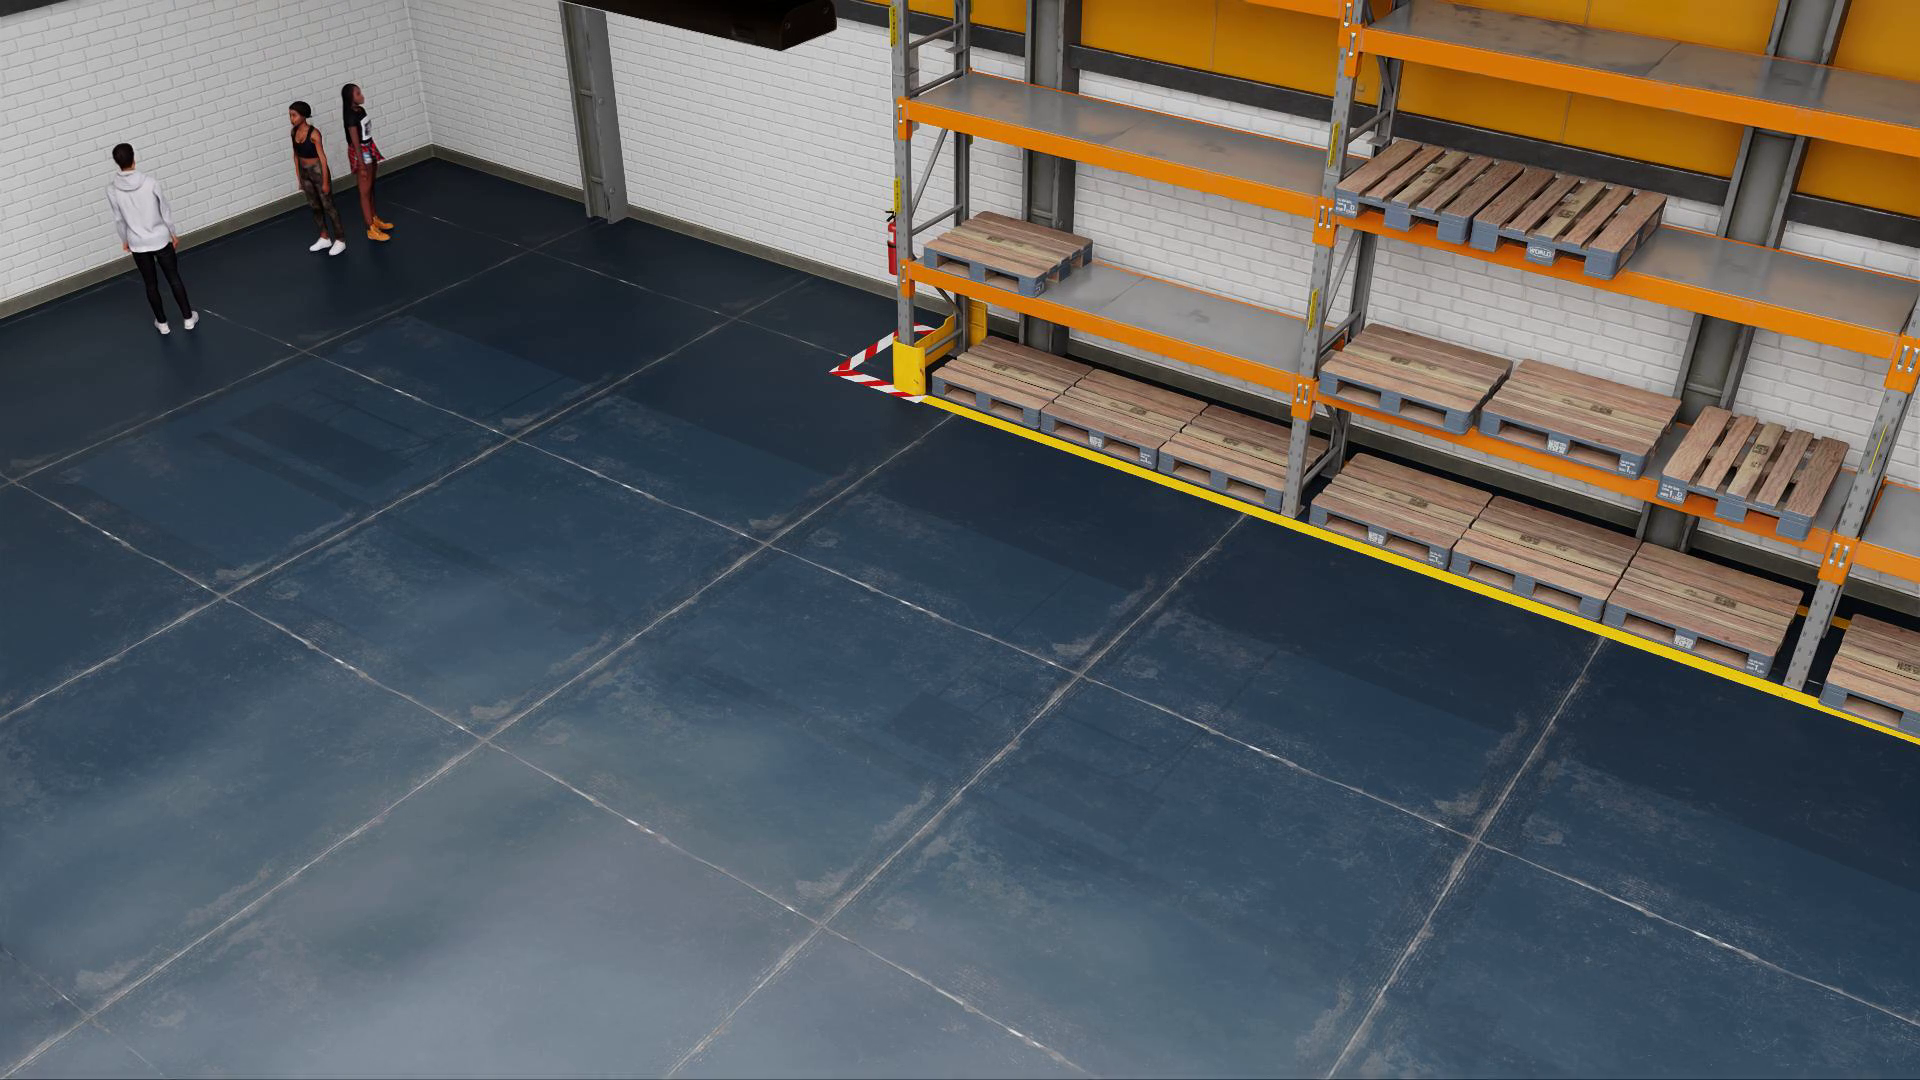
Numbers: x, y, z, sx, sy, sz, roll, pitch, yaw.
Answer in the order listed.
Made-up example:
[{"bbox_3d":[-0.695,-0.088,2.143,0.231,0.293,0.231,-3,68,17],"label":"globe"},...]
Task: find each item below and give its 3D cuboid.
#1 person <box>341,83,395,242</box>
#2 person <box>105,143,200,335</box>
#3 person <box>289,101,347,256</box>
[{"bbox_3d":[-6.605,-4.202,18.412,0.776,1.728,0.728,-3,34,-4],"label":"person"},{"bbox_3d":[-7.978,-2.962,16.364,0.773,1.929,0.788,-13,36,-18],"label":"person"},{"bbox_3d":[-6.989,-3.935,18.036,0.499,1.699,0.669,15,36,21],"label":"person"}]
